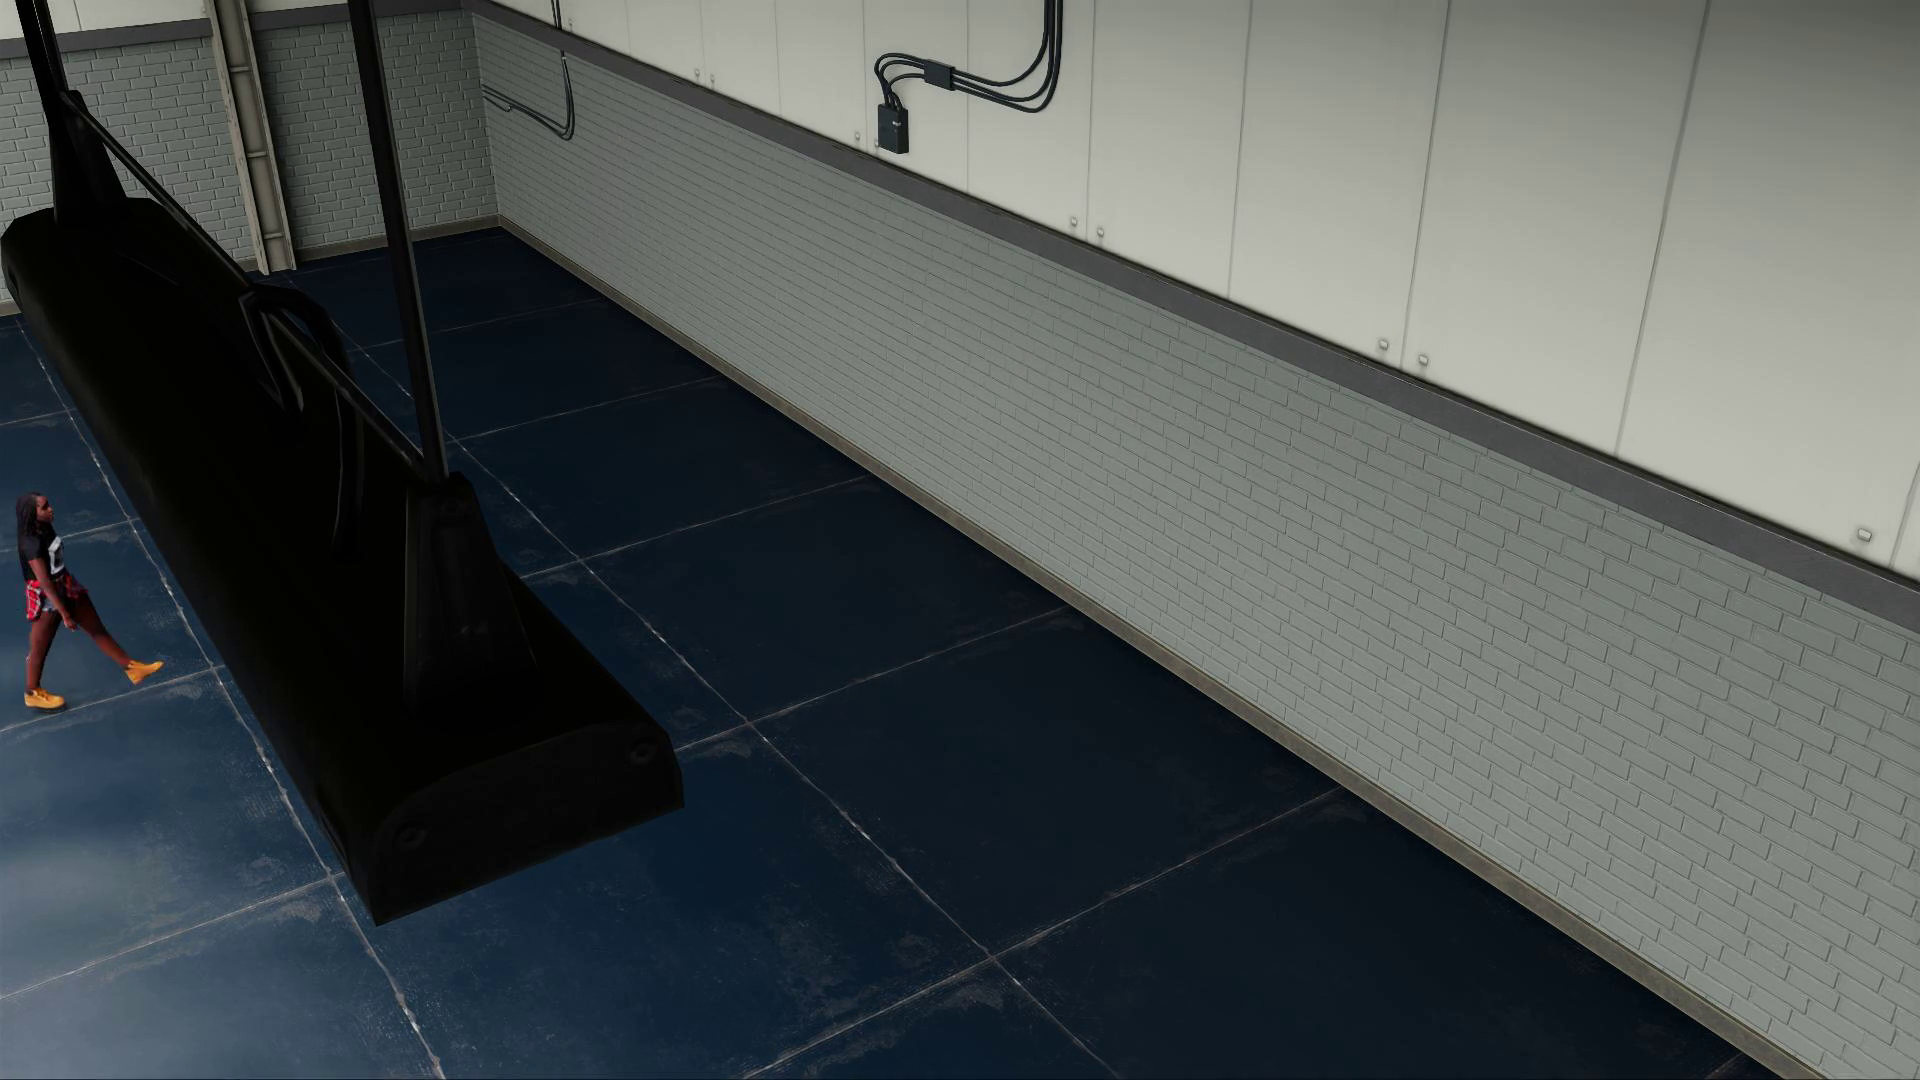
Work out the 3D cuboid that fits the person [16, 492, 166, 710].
[{"bbox_3d":[-6.551,0.476,11.861,1.259,1.674,0.910,-7,29,-13],"label":"person"}]
